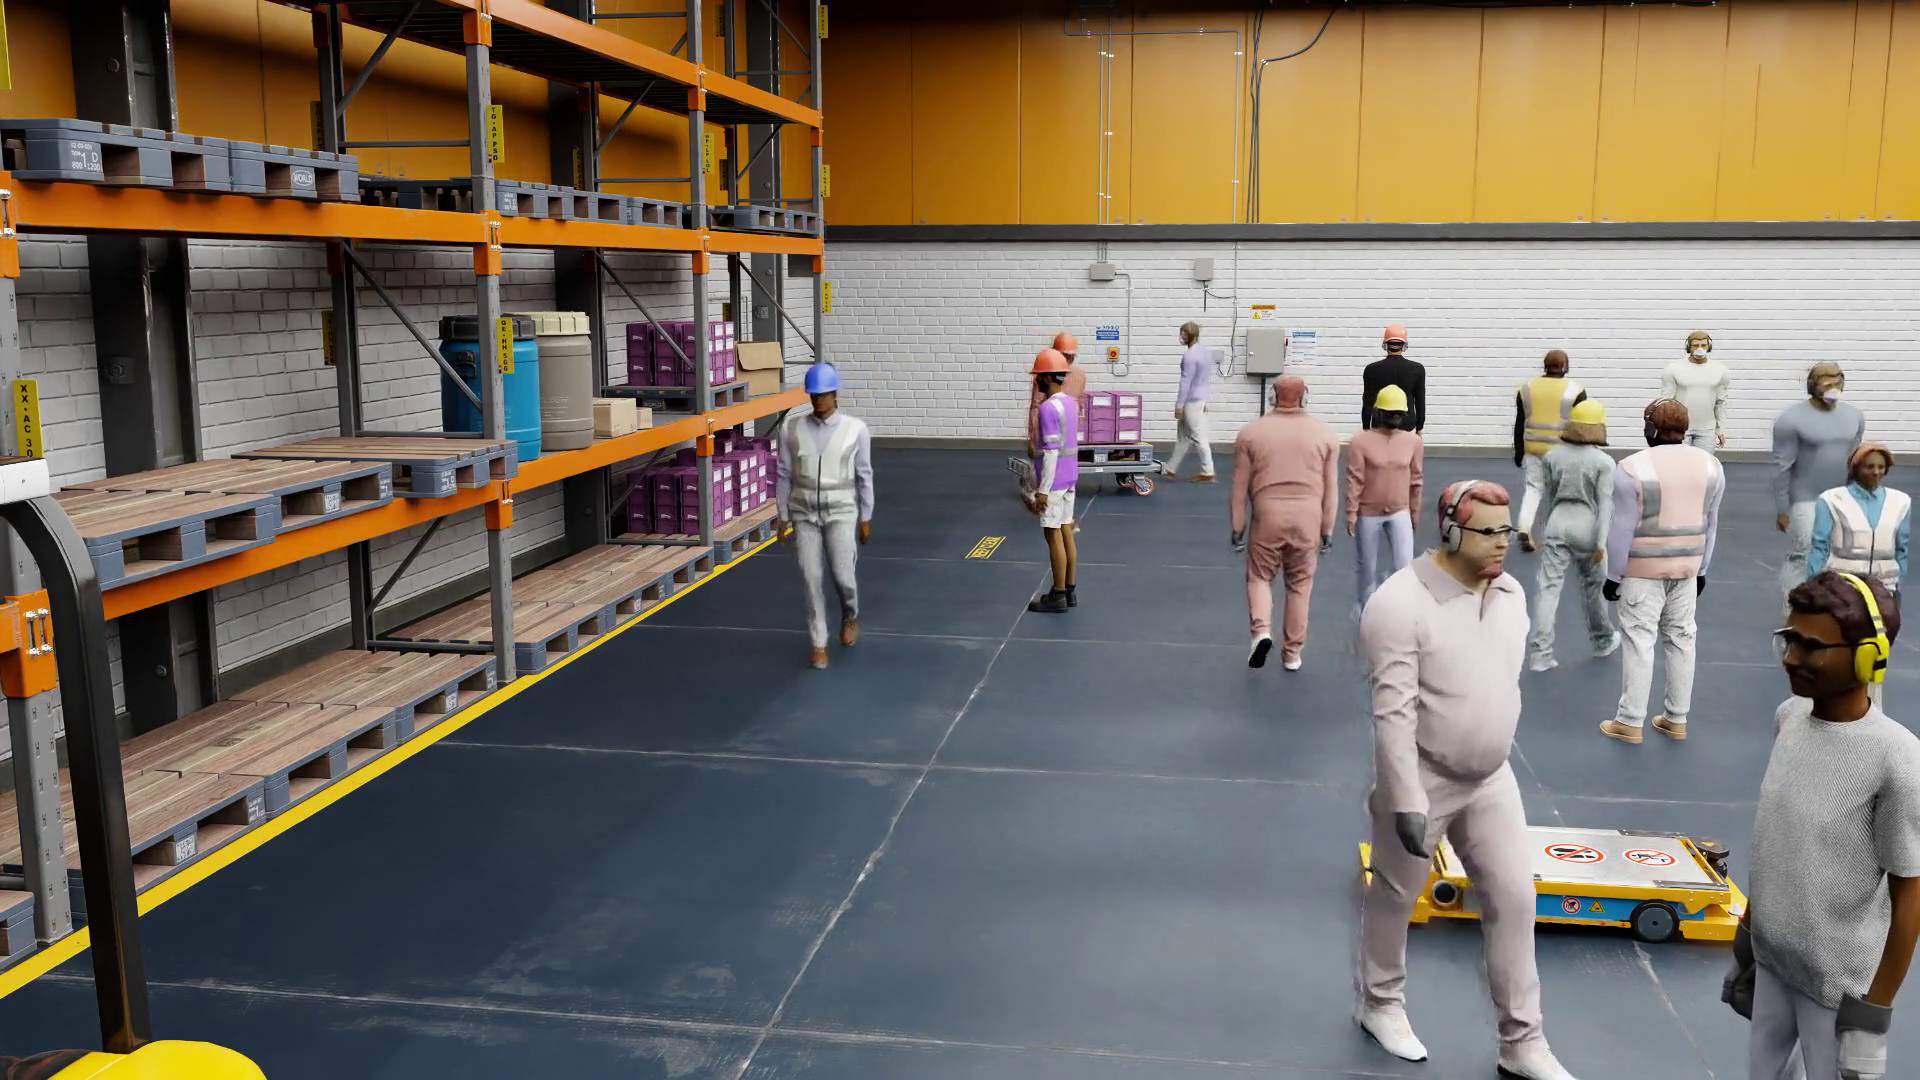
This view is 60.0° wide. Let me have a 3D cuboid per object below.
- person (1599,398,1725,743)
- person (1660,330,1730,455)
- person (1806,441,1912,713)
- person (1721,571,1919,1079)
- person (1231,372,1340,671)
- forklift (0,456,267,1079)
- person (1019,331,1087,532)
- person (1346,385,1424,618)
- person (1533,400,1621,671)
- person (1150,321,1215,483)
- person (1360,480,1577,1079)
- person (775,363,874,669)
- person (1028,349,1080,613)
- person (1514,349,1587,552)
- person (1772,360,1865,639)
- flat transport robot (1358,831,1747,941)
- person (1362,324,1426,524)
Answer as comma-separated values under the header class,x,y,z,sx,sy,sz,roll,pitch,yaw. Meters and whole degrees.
class,x,y,z,sx,sy,sz,roll,pitch,yaw
person,3.698,0.165,8.846,0.625,1.844,0.429,-2,9,-13
person,7.083,-1.058,16.085,0.635,1.939,0.367,1,9,9
person,4.823,0.254,9.001,0.525,1.610,0.751,1,9,6
person,1.884,0.984,3.709,0.328,1.871,0.510,-1,9,-9
person,2.015,-0.091,10.330,0.660,1.883,0.578,2,9,10
forklift,-2.328,0.975,2.765,2.313,2.155,1.214,1,9,9
person,0.876,-1.070,16.193,0.628,1.945,0.851,-5,10,-26
person,2.843,-0.155,11.093,0.548,1.742,0.687,0,9,-1
person,3.935,-0.040,10.557,0.492,1.697,0.896,8,12,42
person,2.653,-1.616,19.623,0.837,1.901,0.654,3,10,18
person,1.553,0.763,5.068,0.648,1.873,0.875,-4,10,-23
person,-0.861,-0.164,10.595,0.613,1.932,0.519,1,9,5
person,0.670,-0.432,12.229,0.375,1.935,0.550,4,10,23
person,5.222,-0.783,14.762,0.646,1.822,0.696,8,12,39
person,5.708,-0.233,11.052,0.646,1.919,0.451,-1,9,-7
flat transport robot,2.325,1.321,6.541,1.431,0.197,0.652,1,9,9
person,4.197,-1.093,16.129,0.608,1.995,0.377,1,9,6
